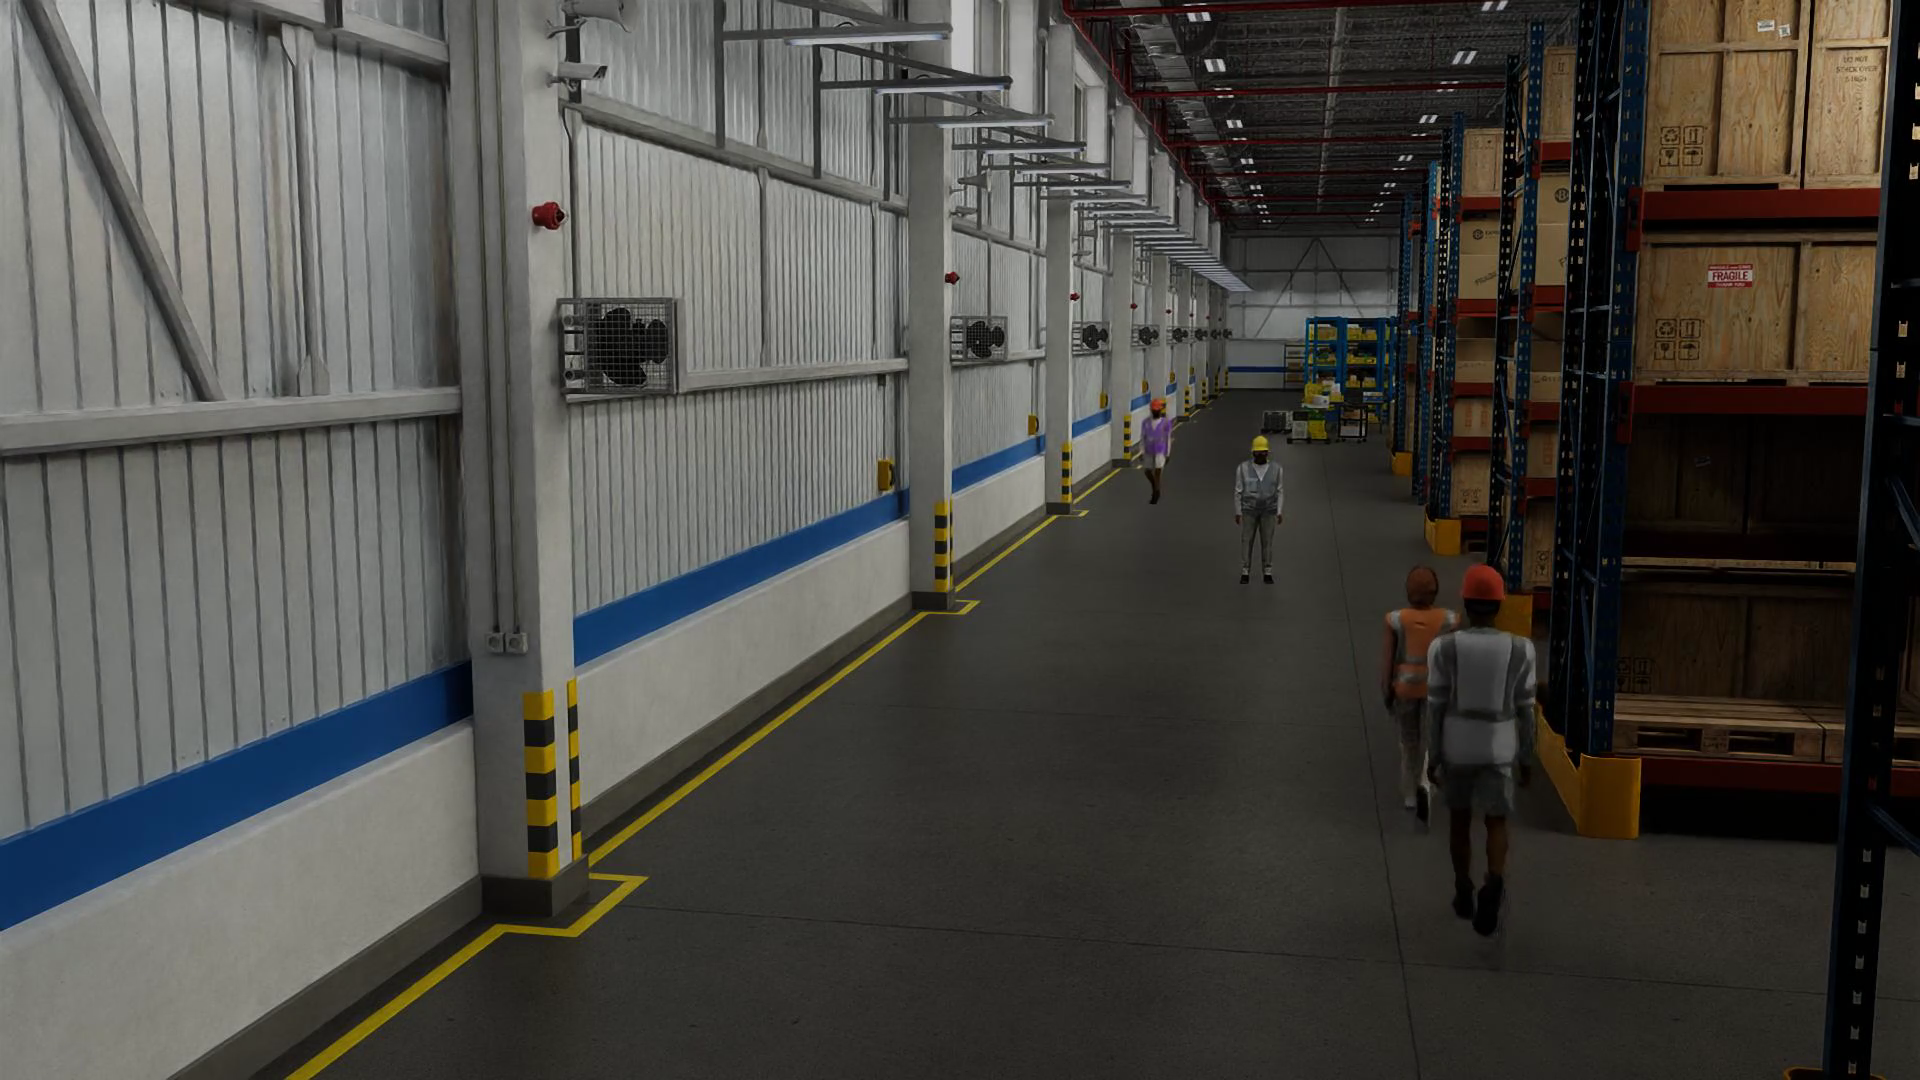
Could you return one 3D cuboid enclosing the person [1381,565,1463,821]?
[{"bbox_3d":[2.937,0.975,10.585,0.521,1.618,0.613,3,8,20],"label":"person"}]

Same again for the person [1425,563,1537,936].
[{"bbox_3d":[2.673,1.080,8.567,0.557,1.919,0.736,2,7,13],"label":"person"}]

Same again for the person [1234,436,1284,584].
[{"bbox_3d":[3.681,-0.364,20.466,0.602,1.830,0.404,0,7,4],"label":"person"}]

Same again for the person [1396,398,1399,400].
[{"bbox_3d":[12.468,-3.599,46.763,0.345,1.735,0.485,-6,9,-39],"label":"person"}]

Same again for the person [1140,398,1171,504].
[{"bbox_3d":[3.556,-1.621,30.153,0.571,1.923,0.606,3,8,21],"label":"person"}]
